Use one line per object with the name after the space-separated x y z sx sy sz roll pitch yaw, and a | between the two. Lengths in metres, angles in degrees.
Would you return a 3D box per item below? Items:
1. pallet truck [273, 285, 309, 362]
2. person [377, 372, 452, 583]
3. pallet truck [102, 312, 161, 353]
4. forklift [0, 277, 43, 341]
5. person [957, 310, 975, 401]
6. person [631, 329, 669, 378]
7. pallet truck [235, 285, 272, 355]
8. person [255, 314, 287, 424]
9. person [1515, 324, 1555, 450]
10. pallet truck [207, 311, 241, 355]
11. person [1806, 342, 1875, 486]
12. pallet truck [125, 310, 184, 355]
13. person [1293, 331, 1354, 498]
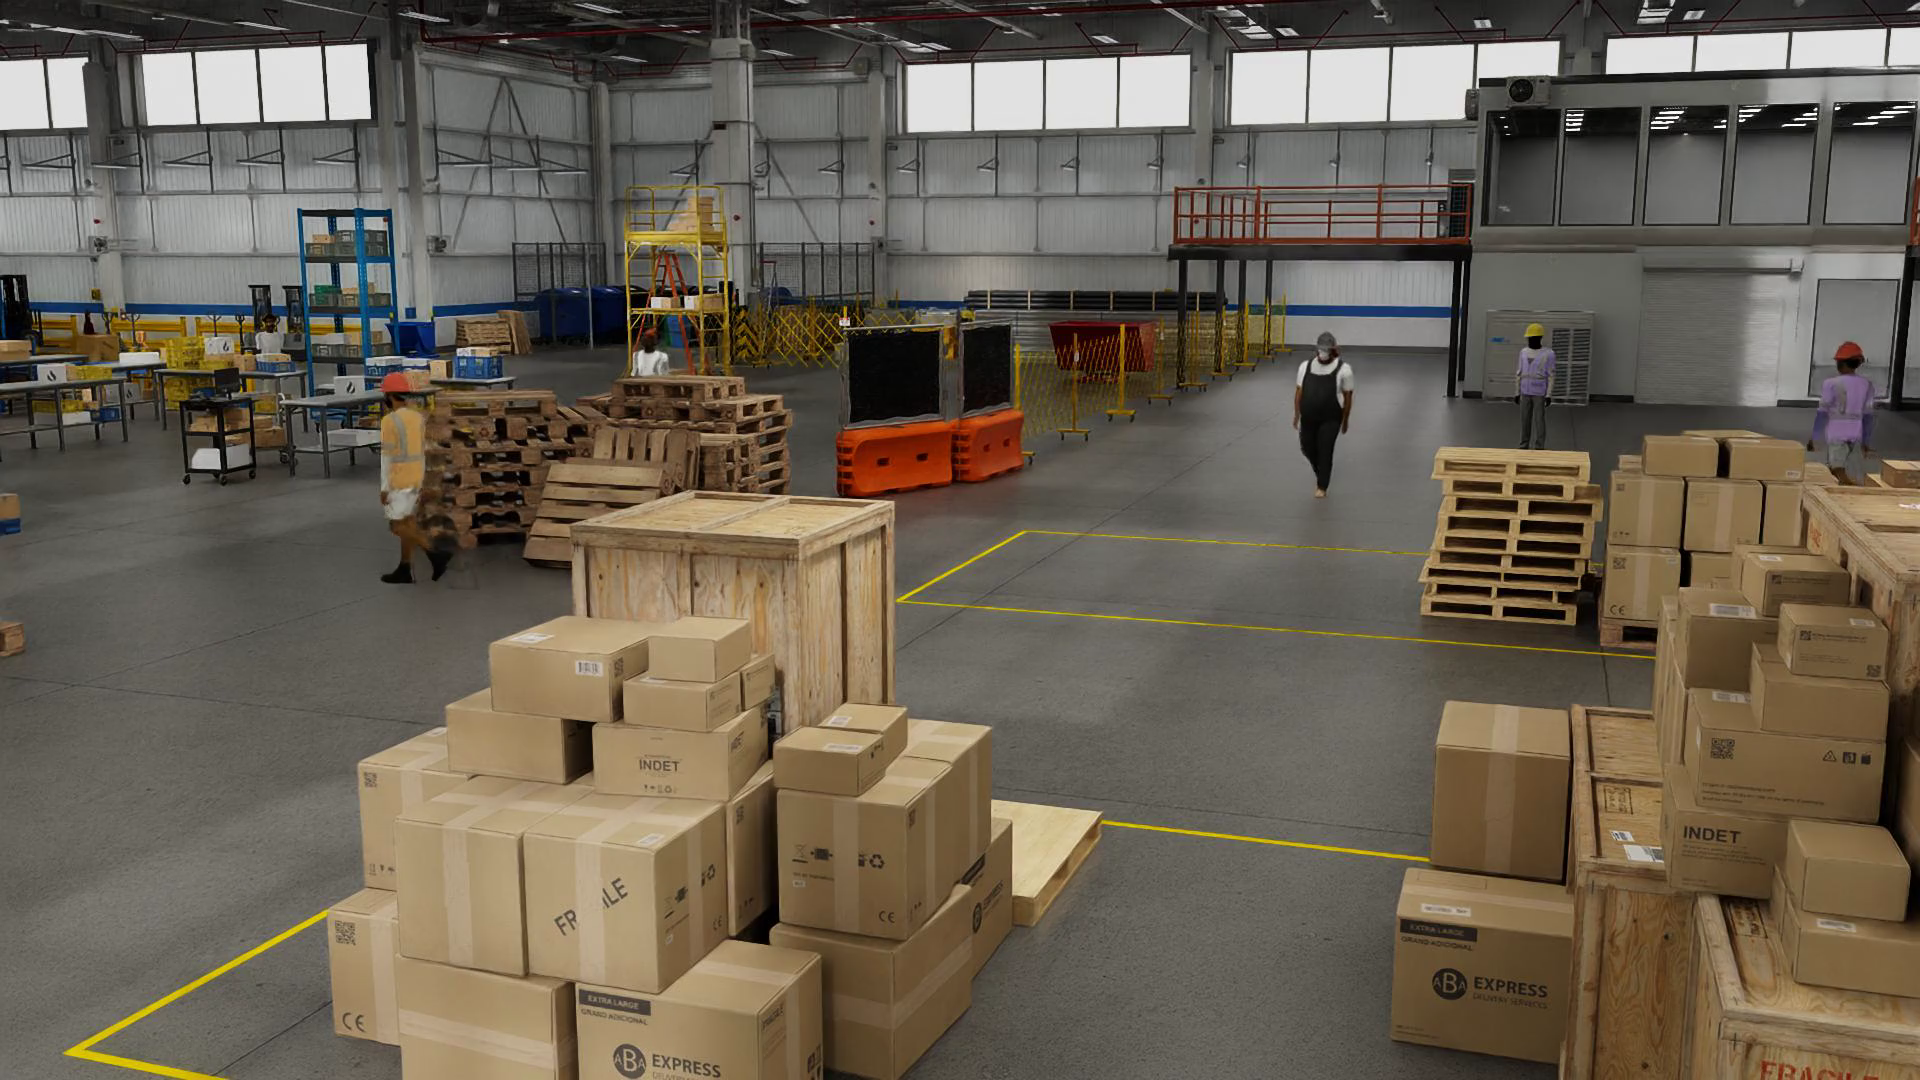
-17.147 -5.700 43.663 0.823 1.965 1.885 3 11 17 | pallet truck
-4.878 -0.534 14.773 0.687 1.922 0.547 2 10 13 | person
-23.057 -5.777 46.261 0.680 1.201 1.601 3 11 19 | pallet truck
-27.151 -6.329 46.328 1.157 1.987 2.680 3 11 17 | forklift
0.130 -3.607 32.526 0.325 1.767 0.533 -3 10 -14 | person
-4.377 -2.091 23.759 0.577 1.855 0.851 4 11 23 | person
-18.327 -5.835 44.421 0.823 1.965 1.885 4 11 23 | pallet truck
-11.710 -2.912 28.322 0.329 1.872 0.508 8 13 39 | person
8.137 -2.103 23.609 0.376 1.922 0.593 -7 12 -34 | person
-19.537 -5.575 44.913 0.653 1.274 1.630 3 11 19 | pallet truck
9.569 -1.128 17.920 0.610 2.001 1.015 -3 11 -18 | person
-22.038 -5.665 45.457 0.704 1.261 1.522 3 11 17 | pallet truck
4.417 -1.554 20.191 0.690 2.000 0.785 6 12 32 | person
